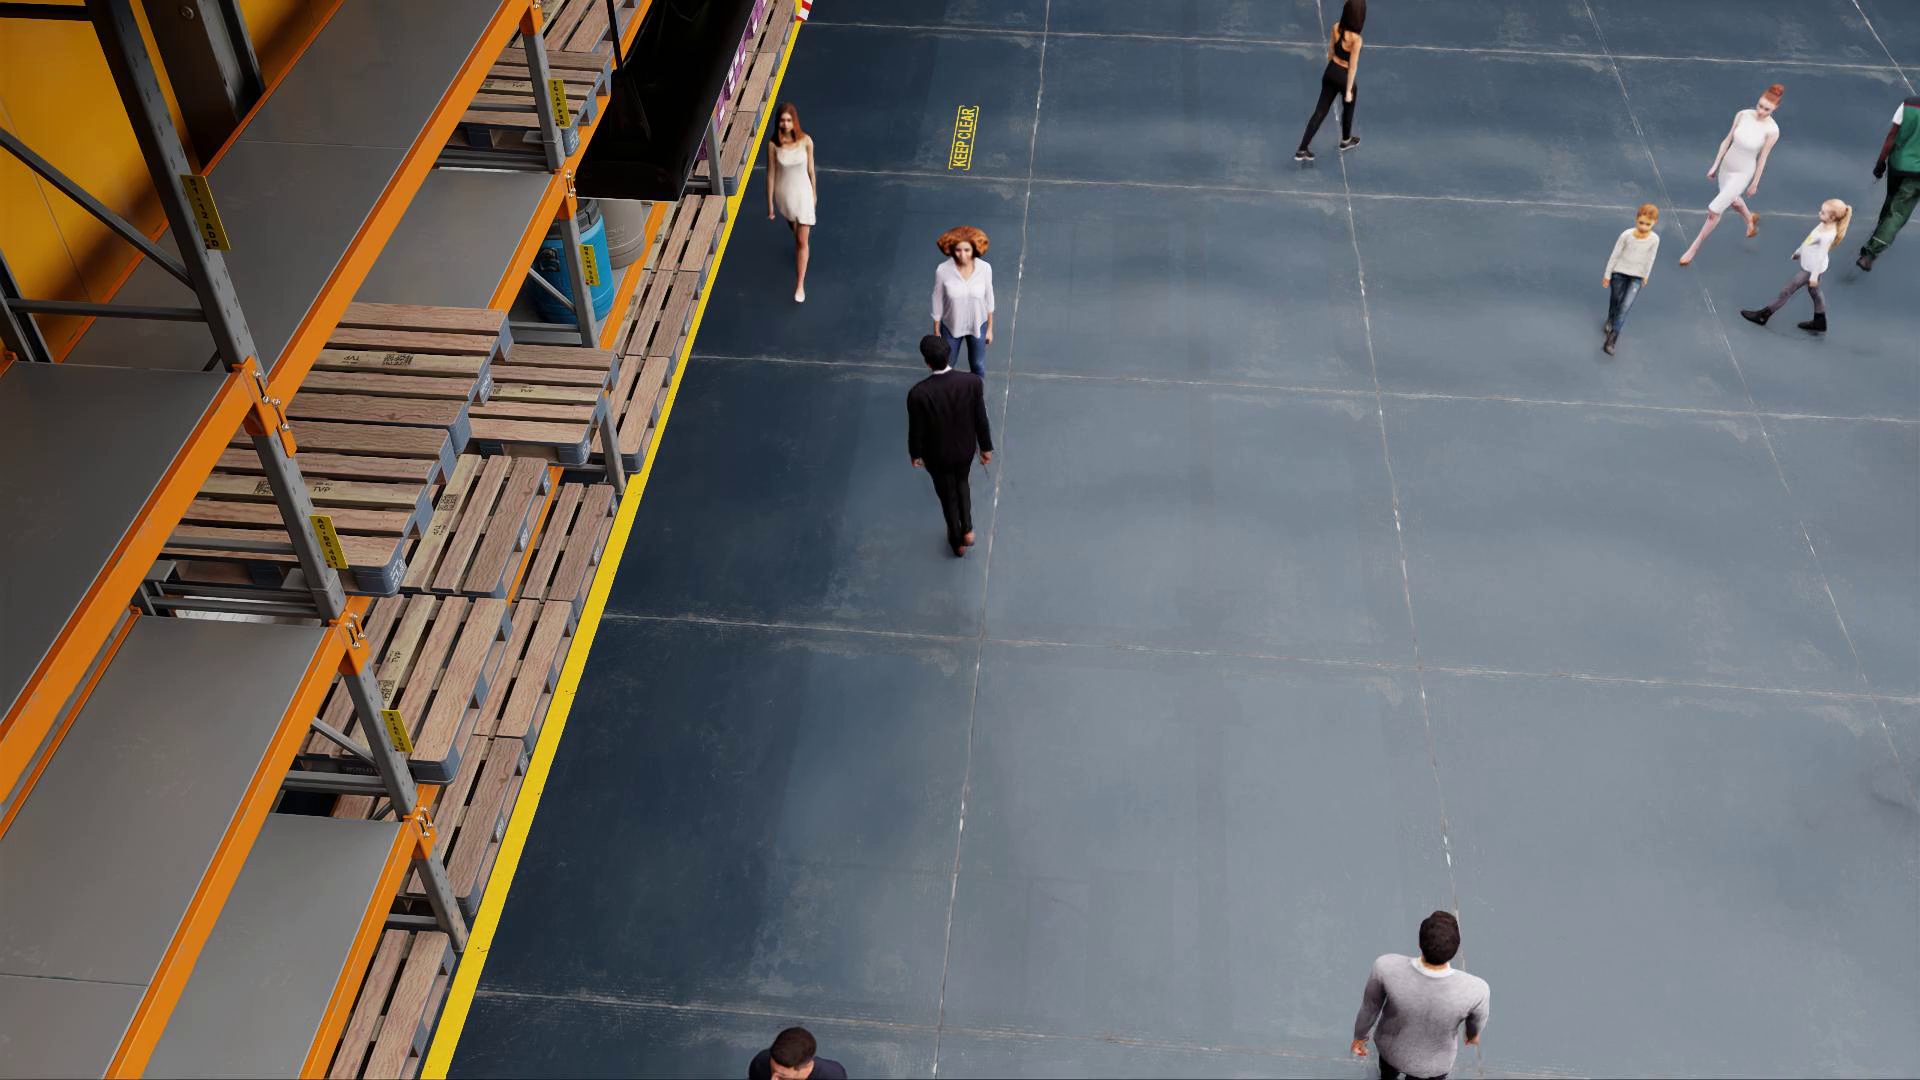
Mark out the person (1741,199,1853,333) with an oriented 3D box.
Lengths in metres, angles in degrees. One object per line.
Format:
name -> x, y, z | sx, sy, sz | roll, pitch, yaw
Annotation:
person -> 7.080, -2.227, 13.679 | 0.786, 1.247, 0.909 | 20, 47, 20

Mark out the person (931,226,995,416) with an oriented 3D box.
person -> 0.032, -1.677, 12.766 | 0.677, 1.711, 0.634 | -2, 44, -2

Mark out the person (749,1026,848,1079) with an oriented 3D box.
person -> -0.750, 2.826, 7.926 | 0.633, 1.866, 0.555 | 6, 44, 7

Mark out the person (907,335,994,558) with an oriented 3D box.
person -> -0.055, -0.568, 11.494 | 0.831, 1.860, 0.787 | -10, 45, -10

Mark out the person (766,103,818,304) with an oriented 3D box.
person -> -1.418, -2.972, 14.164 | 0.630, 1.657, 1.194 | 0, 44, 0

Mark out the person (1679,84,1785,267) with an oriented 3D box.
person -> 6.725, -3.139, 14.266 | 1.015, 1.758, 1.100 | -16, 46, -16

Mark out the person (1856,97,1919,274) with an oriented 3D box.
person -> 8.103, -3.122, 14.220 | 1.161, 1.797, 1.307 | 34, 53, 30

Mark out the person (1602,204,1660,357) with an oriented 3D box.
person -> 5.471, -2.197, 13.618 | 0.666, 1.287, 0.957 | 15, 46, 15

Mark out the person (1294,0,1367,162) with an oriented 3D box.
person -> 3.481, -4.268, 15.562 | 1.077, 1.606, 1.045 | -27, 50, -26

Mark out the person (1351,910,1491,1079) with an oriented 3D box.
person -> 2.218, 2.555, 8.178 | 1.056, 1.911, 1.349 | 21, 47, 20
